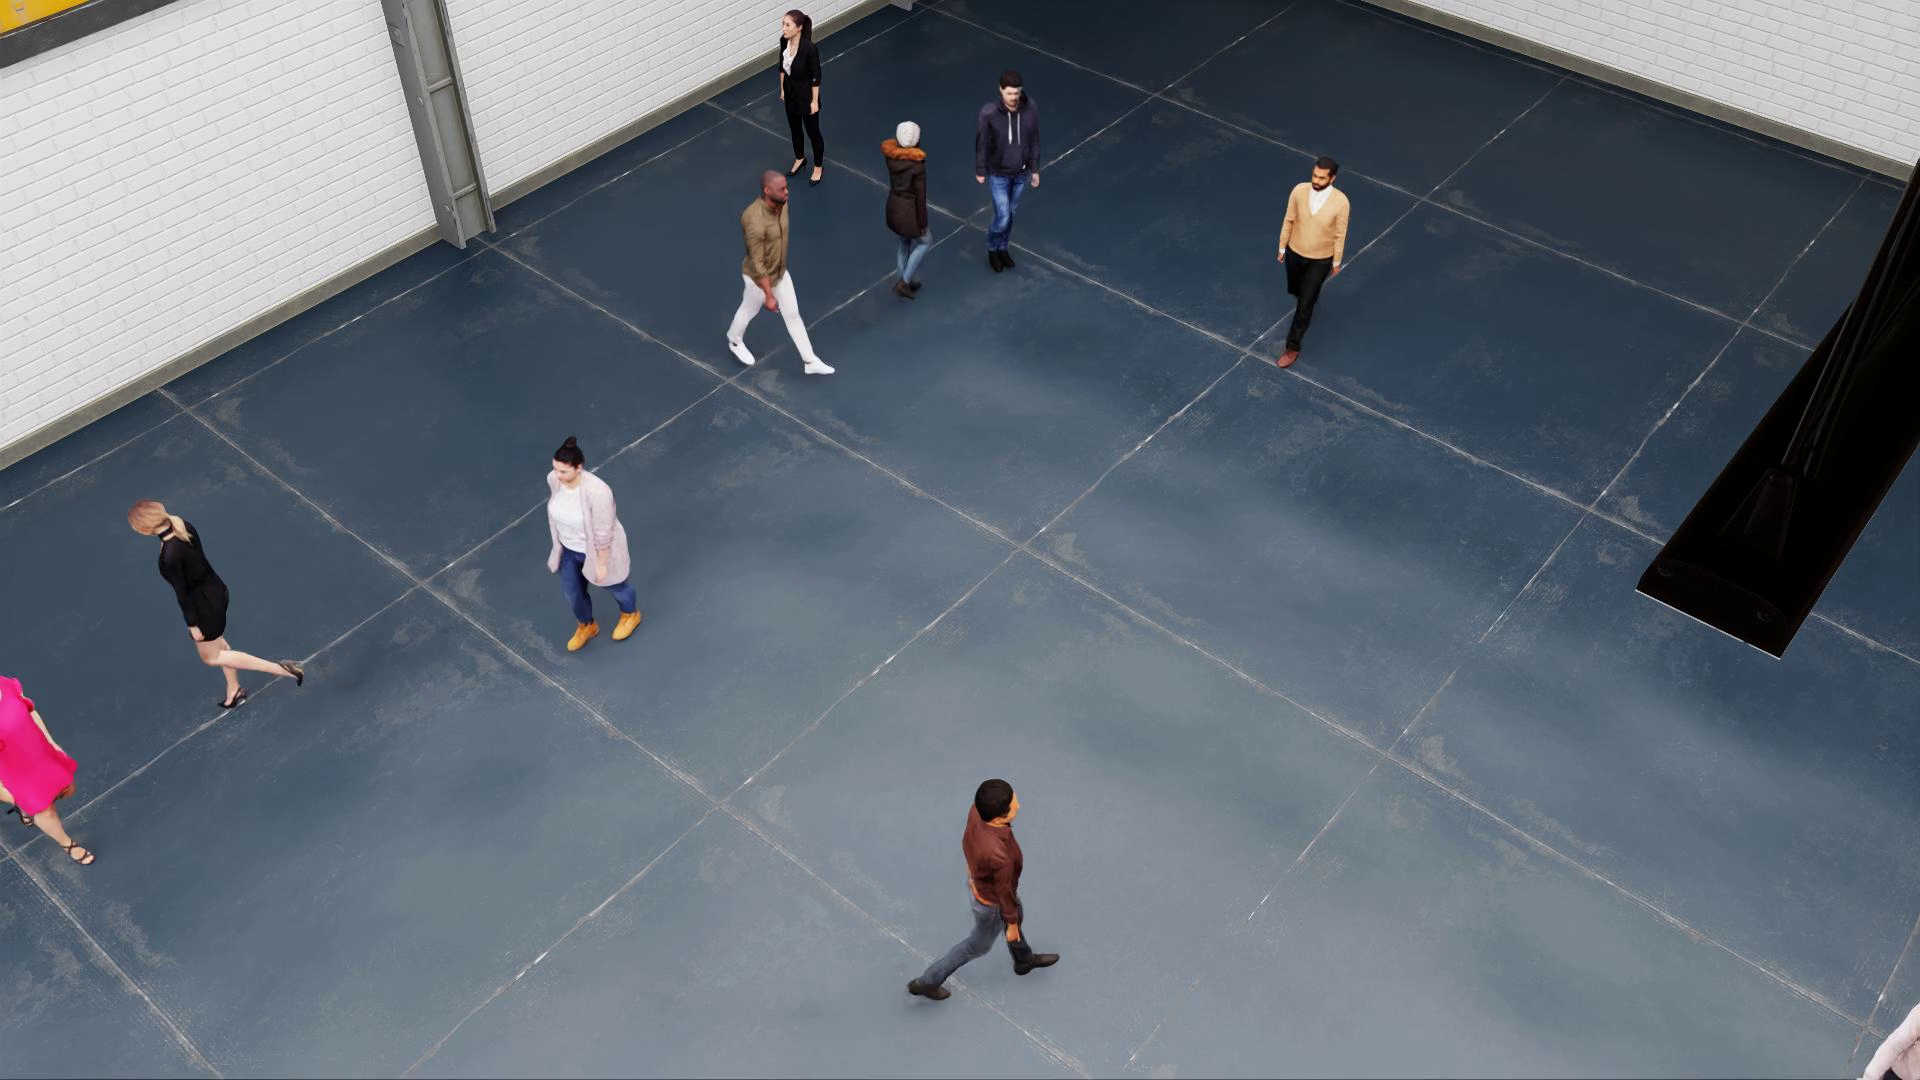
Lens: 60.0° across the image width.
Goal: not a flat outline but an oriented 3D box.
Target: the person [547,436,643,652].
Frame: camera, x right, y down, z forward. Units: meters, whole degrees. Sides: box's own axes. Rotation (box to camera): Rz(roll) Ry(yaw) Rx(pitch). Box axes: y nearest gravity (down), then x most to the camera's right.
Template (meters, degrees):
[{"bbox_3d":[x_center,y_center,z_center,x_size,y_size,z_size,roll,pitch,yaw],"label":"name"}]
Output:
[{"bbox_3d":[-2.323,-0.021,10.775,0.740,1.722,0.797,21,48,21],"label":"person"}]

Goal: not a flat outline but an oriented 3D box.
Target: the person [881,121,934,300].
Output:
[{"bbox_3d":[-0.482,-2.653,13.606,0.620,1.627,0.656,33,52,30],"label":"person"}]

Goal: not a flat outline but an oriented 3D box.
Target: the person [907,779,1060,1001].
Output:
[{"bbox_3d":[0.078,1.887,8.755,1.227,1.746,1.083,-9,44,-9],"label":"person"}]

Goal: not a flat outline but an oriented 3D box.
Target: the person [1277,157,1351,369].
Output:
[{"bbox_3d":[2.794,-2.277,13.134,0.747,1.733,1.148,25,49,24],"label":"person"}]

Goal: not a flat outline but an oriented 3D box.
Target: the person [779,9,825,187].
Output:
[{"bbox_3d":[-1.424,-4.000,14.996,0.598,1.661,0.541,29,51,27],"label":"person"}]

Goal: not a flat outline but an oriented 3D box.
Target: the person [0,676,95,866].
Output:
[{"bbox_3d":[-5.392,1.243,9.456,0.832,1.710,0.849,13,45,14],"label":"person"}]

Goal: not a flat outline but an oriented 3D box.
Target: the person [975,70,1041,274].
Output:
[{"bbox_3d":[0.367,-3.145,13.946,0.736,1.871,0.841,-15,46,-16],"label":"person"}]

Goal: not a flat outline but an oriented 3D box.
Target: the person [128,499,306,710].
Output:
[{"bbox_3d":[-4.589,0.423,10.296,1.003,1.739,0.930,-8,44,-8],"label":"person"}]

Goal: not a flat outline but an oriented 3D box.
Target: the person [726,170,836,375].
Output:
[{"bbox_3d":[-1.566,-2.061,12.881,0.967,1.770,1.207,23,48,22],"label":"person"}]
